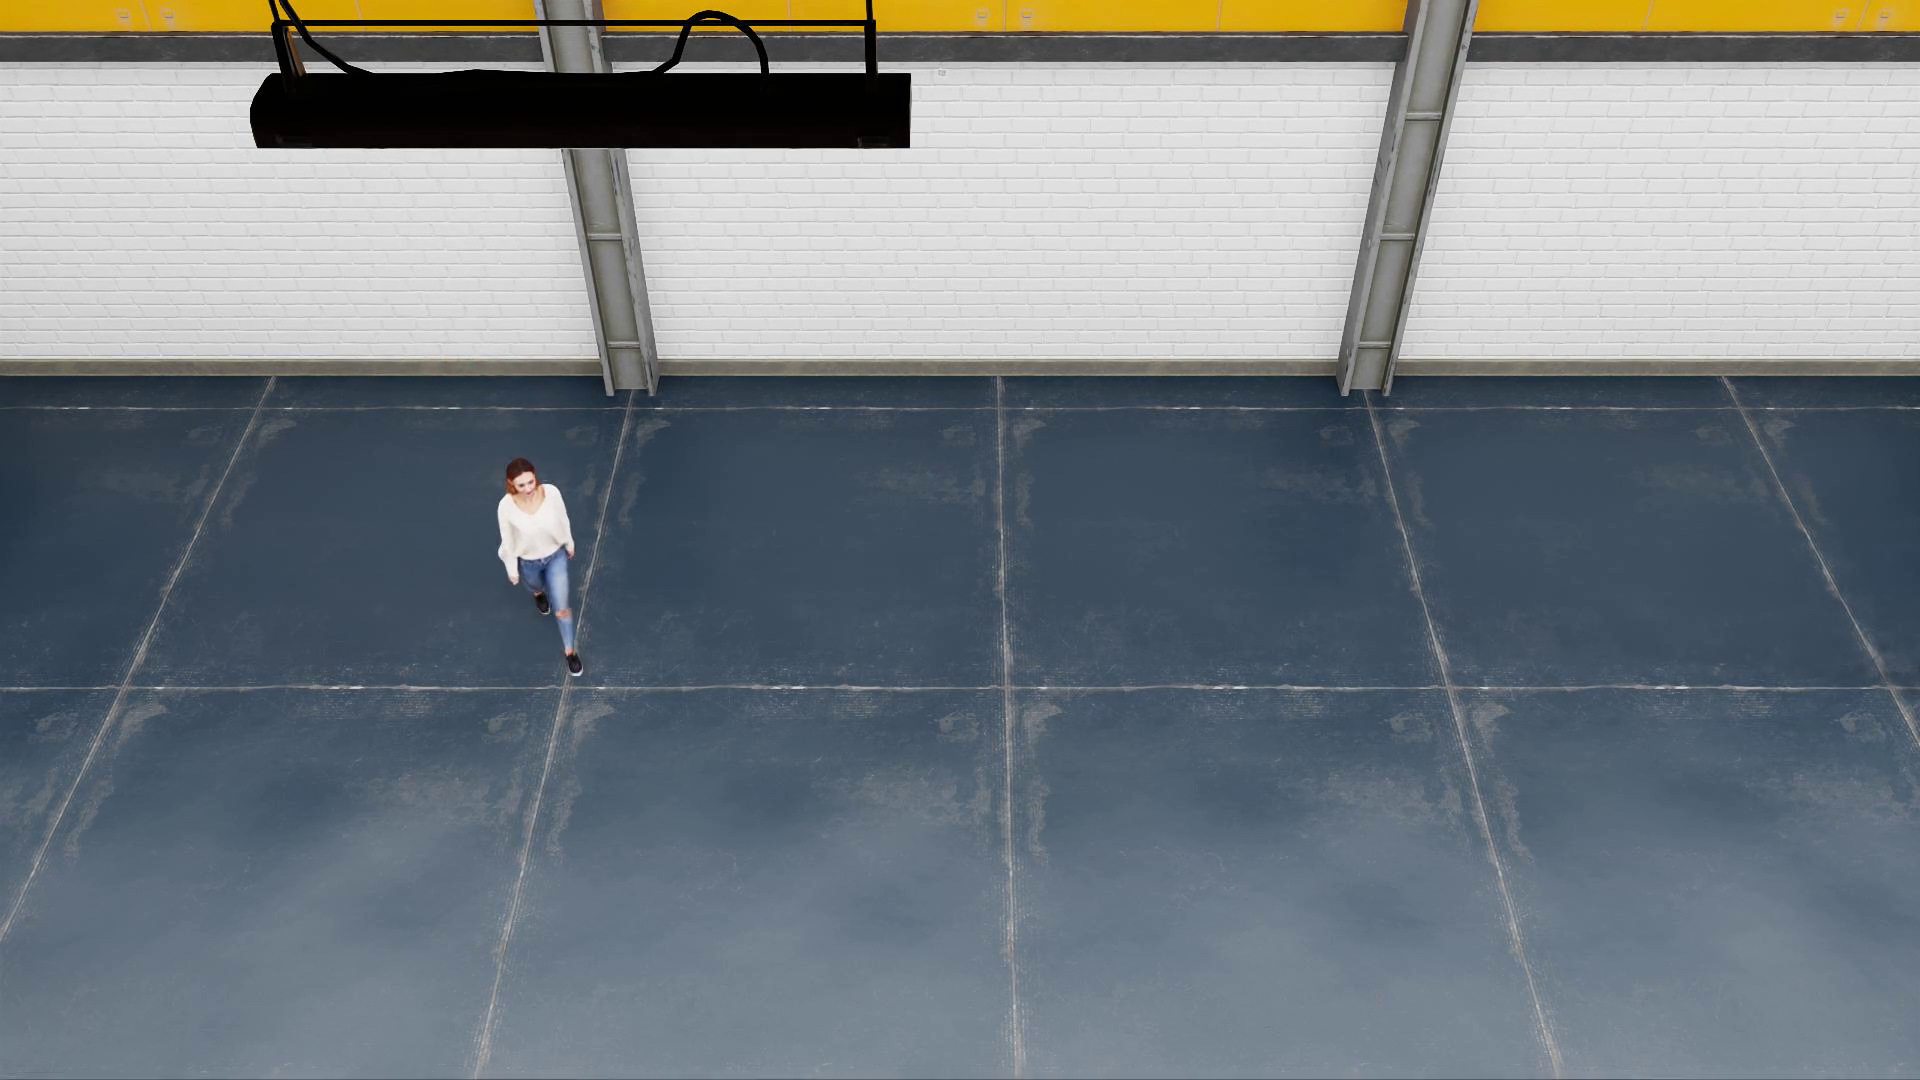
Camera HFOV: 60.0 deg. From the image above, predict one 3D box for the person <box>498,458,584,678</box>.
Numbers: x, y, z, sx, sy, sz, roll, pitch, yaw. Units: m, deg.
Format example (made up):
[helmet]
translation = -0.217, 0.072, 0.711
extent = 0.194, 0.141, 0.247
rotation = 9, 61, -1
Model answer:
[person]
translation = -2.815, 0.080, 11.050
extent = 1.137, 1.659, 0.995
rotation = -16, 46, -16
